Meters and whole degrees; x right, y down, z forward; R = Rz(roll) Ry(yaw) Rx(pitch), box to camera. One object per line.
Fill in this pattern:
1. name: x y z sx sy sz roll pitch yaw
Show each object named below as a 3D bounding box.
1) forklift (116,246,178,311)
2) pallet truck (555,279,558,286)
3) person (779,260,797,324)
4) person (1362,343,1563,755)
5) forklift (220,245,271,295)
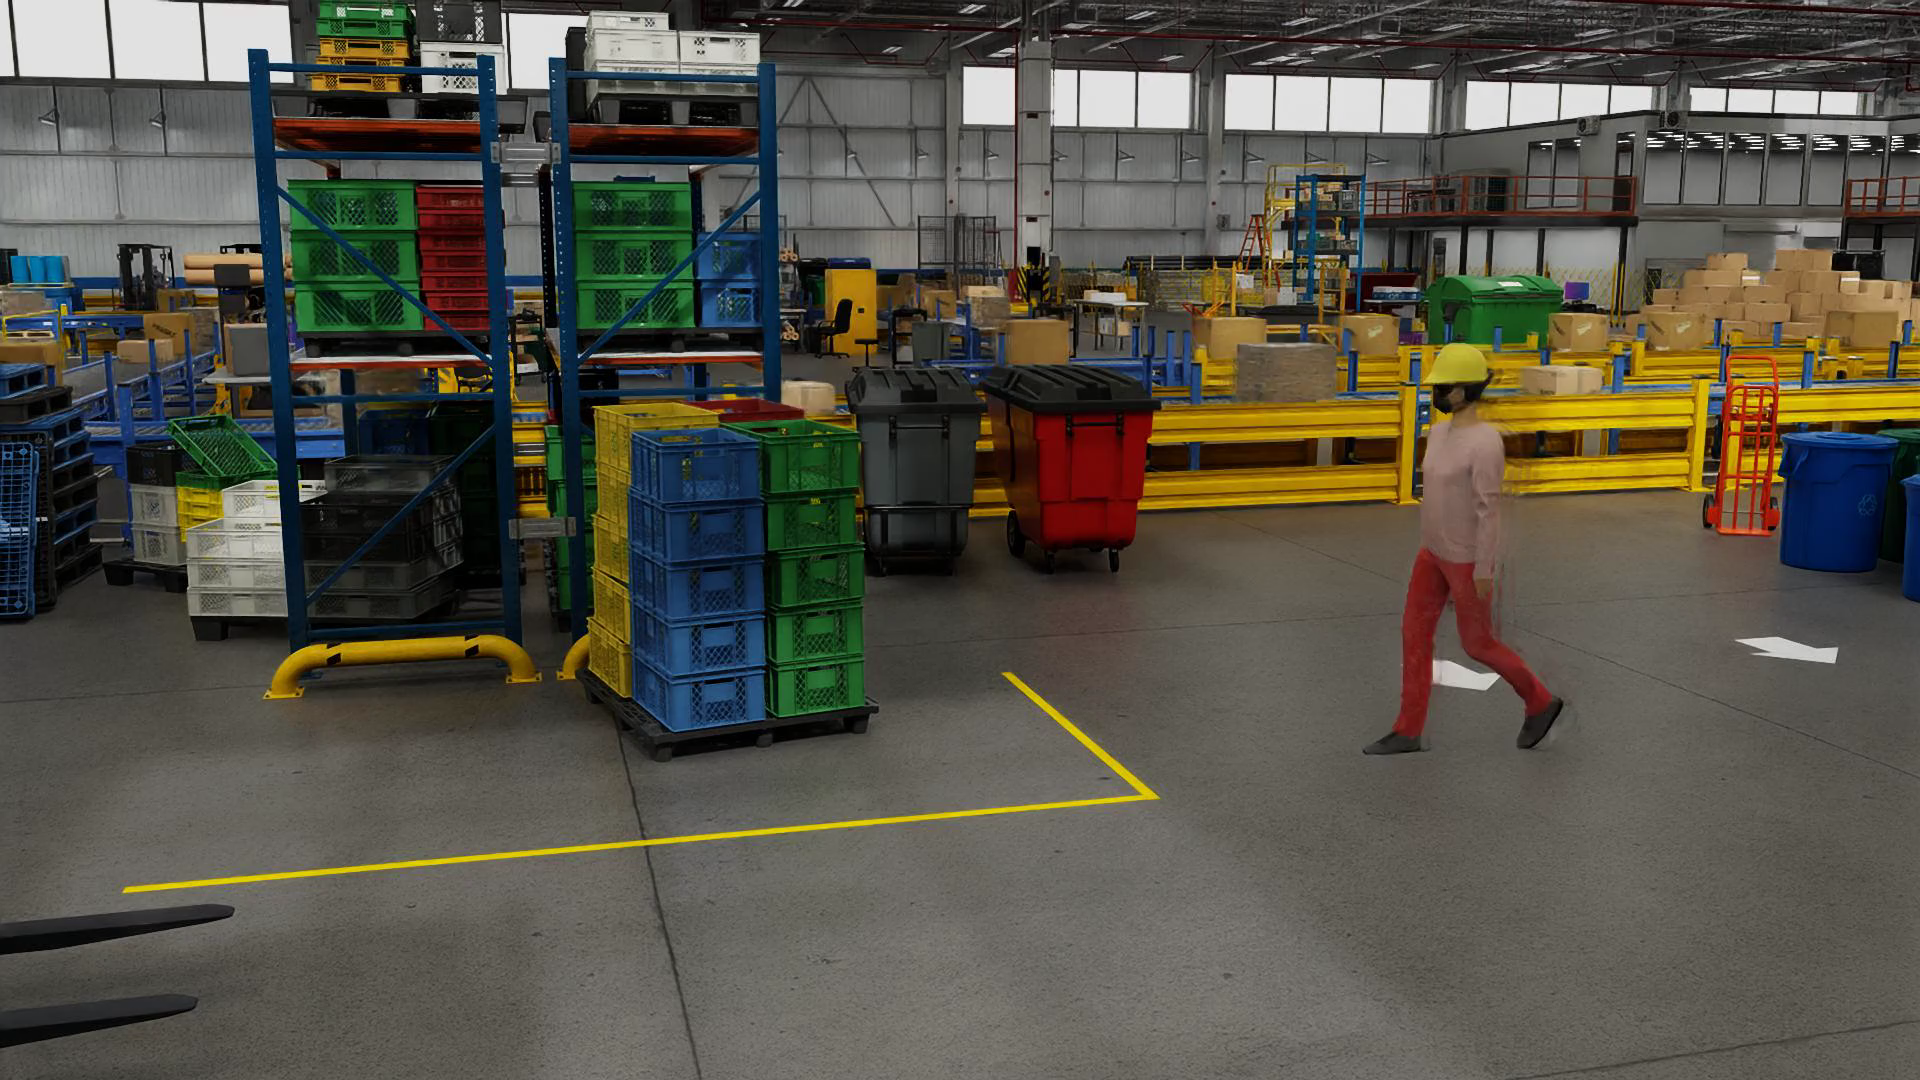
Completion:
1. forklift: -19.966 -6.232 40.894 1.157 1.987 2.680 -3 10 -15
2. pallet truck: -10.604 -6.375 44.520 0.653 1.274 1.630 -3 10 -15
3. person: -4.739 -6.846 45.526 0.650 1.889 0.614 4 11 19
4. person: 2.123 0.052 6.897 0.779 1.742 0.527 -2 10 -13
5. forklift: -17.749 -6.334 41.440 1.157 1.987 2.680 -3 10 -17
